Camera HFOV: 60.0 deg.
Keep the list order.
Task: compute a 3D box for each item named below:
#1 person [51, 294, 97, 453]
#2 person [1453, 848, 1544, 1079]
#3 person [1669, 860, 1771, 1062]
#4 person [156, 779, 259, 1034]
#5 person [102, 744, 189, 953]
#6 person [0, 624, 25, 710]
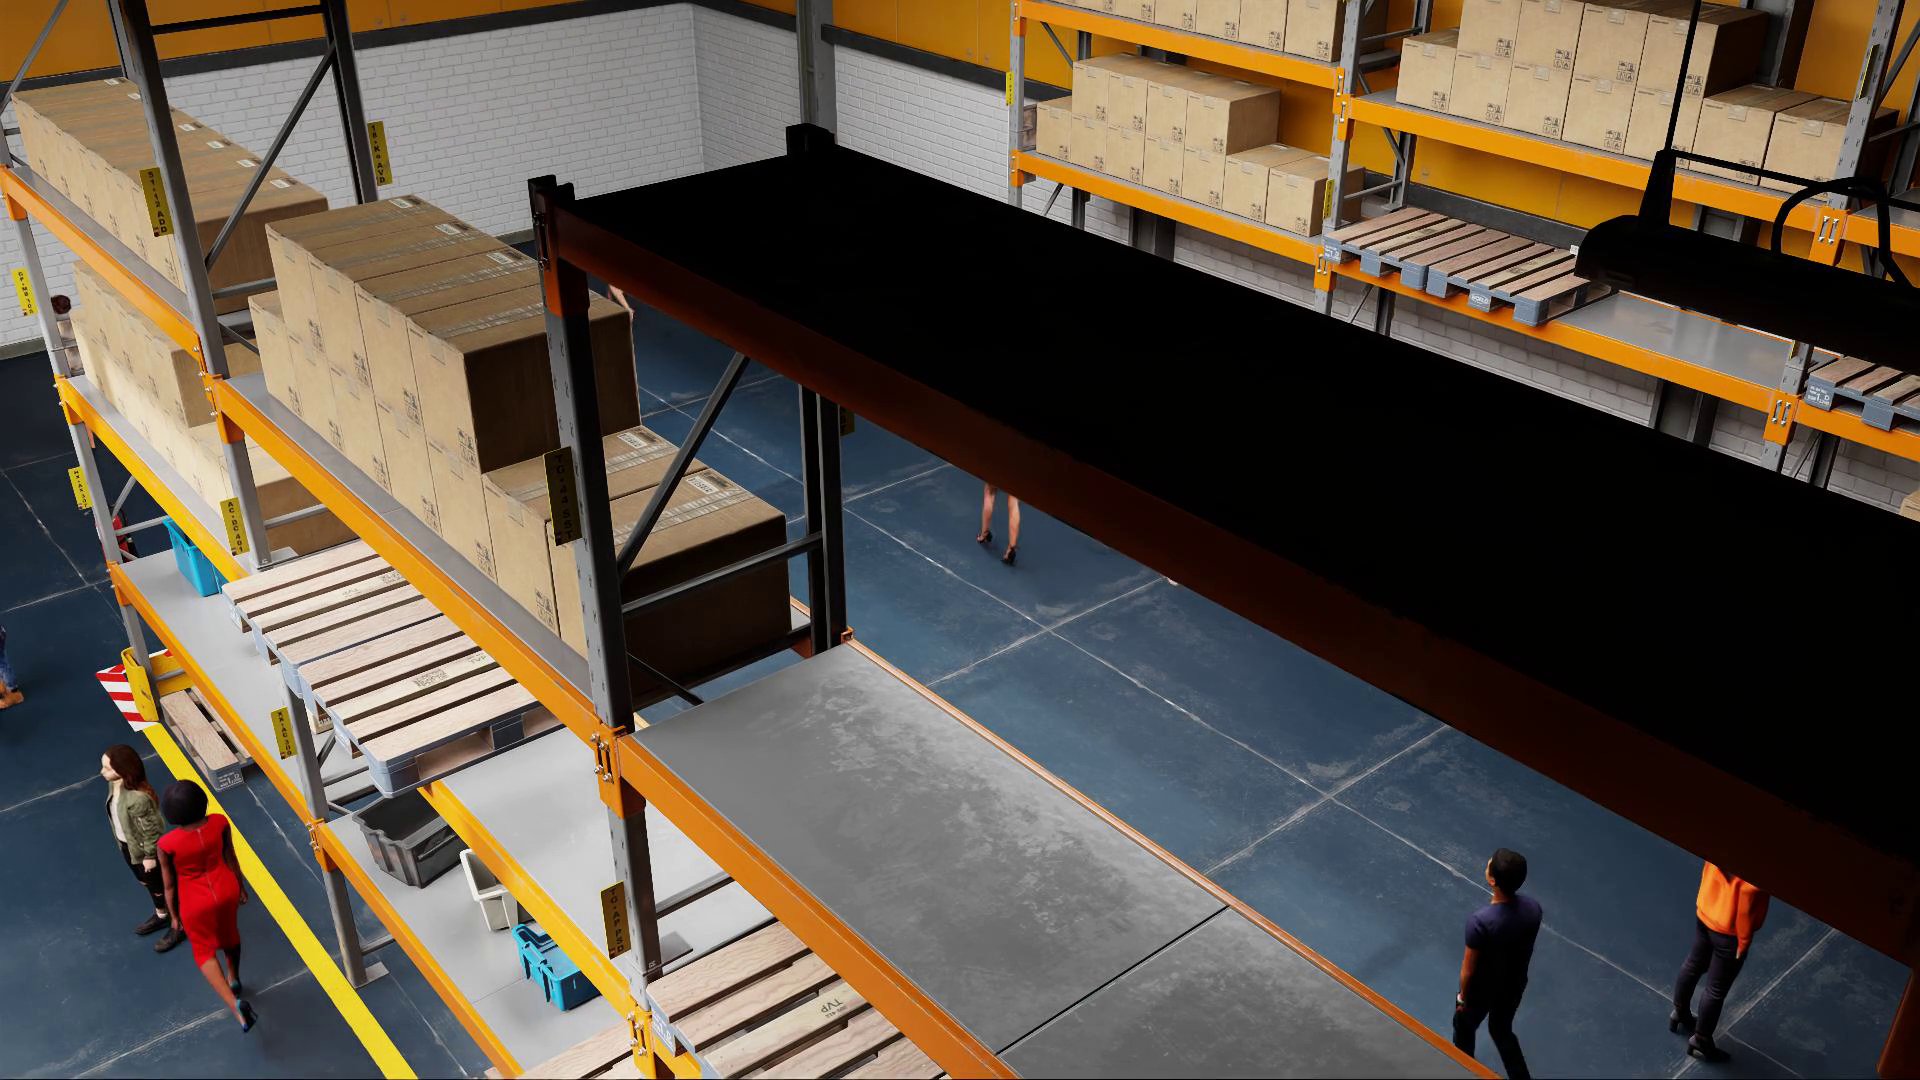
[{"bbox_3d":[-8.901,-1.699,16.806,0.627,1.668,0.626,20,34,32],"label":"person"},{"bbox_3d":[2.959,2.473,9.046,0.891,1.774,1.109,-9,30,-16],"label":"person"},{"bbox_3d":[4.374,2.218,9.539,0.769,1.750,0.677,-2,29,-4],"label":"person"},{"bbox_3d":[-4.347,2.149,9.688,0.631,1.727,0.939,-25,37,-38],"label":"person"},{"bbox_3d":[-5.119,1.902,10.405,0.497,1.476,0.666,23,36,35],"label":"person"},{"bbox_3d":[-7.496,0.709,12.826,0.550,1.251,0.429,-21,35,-34],"label":"person"}]
